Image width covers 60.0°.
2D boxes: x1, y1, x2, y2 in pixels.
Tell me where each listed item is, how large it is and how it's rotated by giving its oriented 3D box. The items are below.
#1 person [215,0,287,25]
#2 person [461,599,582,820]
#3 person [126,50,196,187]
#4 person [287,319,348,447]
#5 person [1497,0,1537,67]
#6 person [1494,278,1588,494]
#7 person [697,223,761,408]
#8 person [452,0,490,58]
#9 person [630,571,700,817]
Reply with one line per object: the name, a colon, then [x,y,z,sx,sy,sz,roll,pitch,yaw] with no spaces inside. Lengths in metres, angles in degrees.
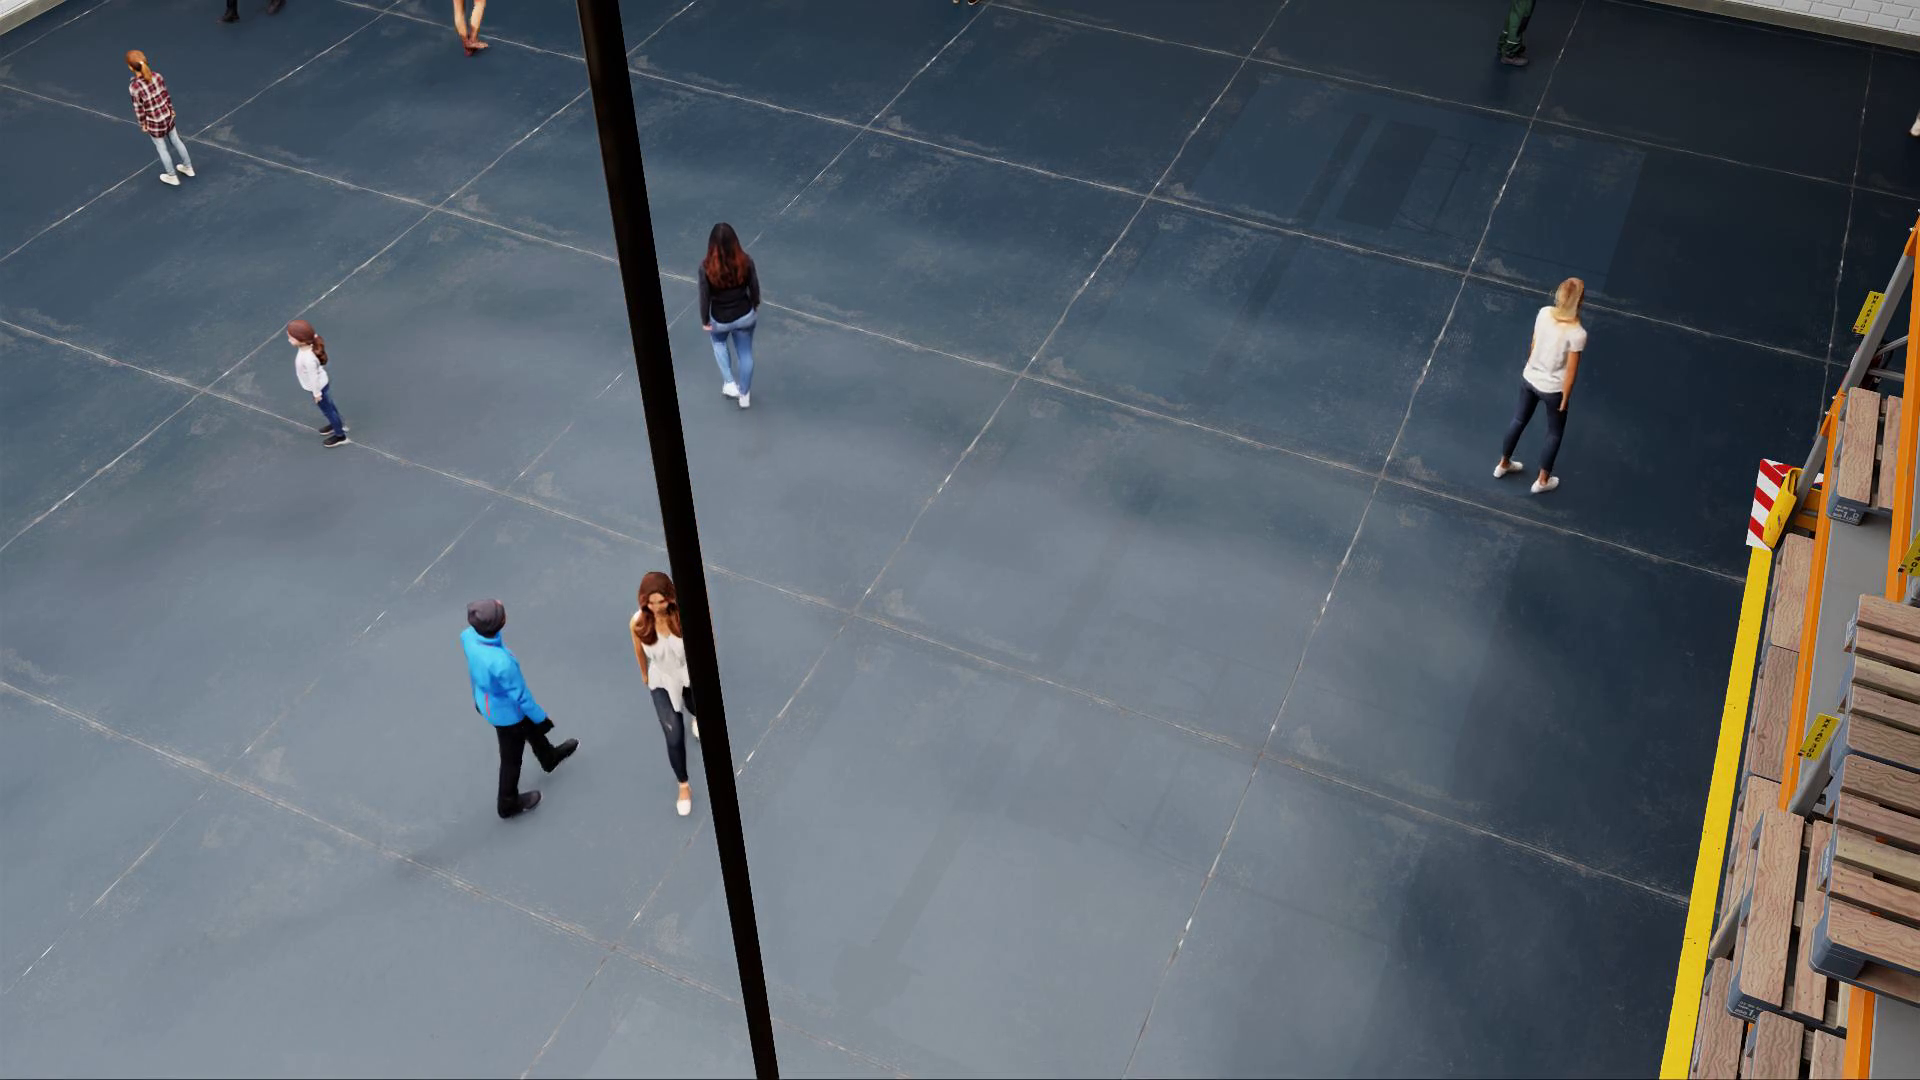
person: [-7.596,-6.470,17.741,0.672,1.799,1.122,20,47,20]
person: [-2.778,1.050,9.869,1.020,1.770,0.854,-32,52,-29]
person: [-7.441,-3.926,15.430,0.602,1.303,0.461,22,48,22]
person: [-4.925,-1.224,12.734,0.584,1.110,0.527,-16,46,-17]
person: [5.830,-5.783,16.992,0.813,1.837,0.644,5,44,5]
person: [4.216,-1.124,12.127,0.760,1.803,0.742,-20,47,-20]
person: [-1.746,-1.689,12.851,0.750,1.622,0.801,-12,45,-13]
person: [-5.203,-5.746,17.044,0.642,1.711,0.598,23,48,22]
person: [-1.712,0.786,10.158,0.970,1.752,1.158,-7,44,-7]
